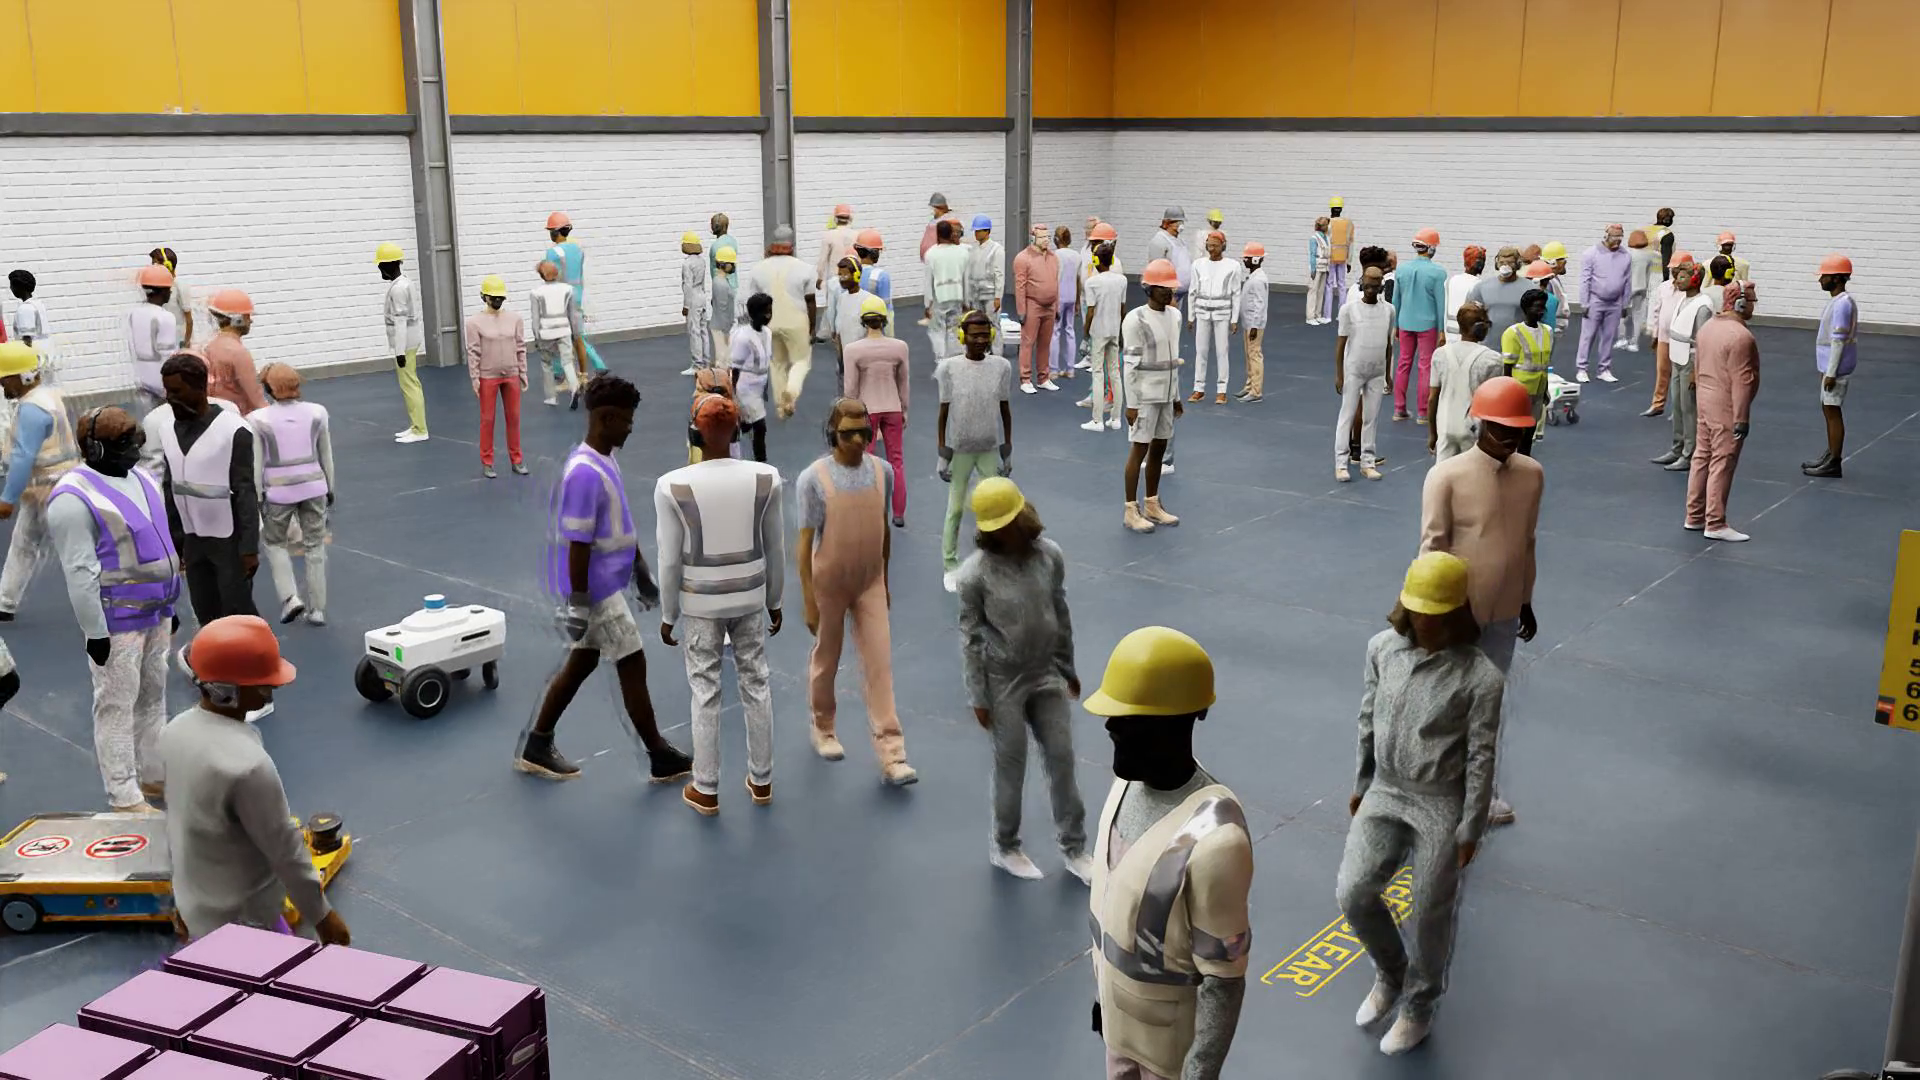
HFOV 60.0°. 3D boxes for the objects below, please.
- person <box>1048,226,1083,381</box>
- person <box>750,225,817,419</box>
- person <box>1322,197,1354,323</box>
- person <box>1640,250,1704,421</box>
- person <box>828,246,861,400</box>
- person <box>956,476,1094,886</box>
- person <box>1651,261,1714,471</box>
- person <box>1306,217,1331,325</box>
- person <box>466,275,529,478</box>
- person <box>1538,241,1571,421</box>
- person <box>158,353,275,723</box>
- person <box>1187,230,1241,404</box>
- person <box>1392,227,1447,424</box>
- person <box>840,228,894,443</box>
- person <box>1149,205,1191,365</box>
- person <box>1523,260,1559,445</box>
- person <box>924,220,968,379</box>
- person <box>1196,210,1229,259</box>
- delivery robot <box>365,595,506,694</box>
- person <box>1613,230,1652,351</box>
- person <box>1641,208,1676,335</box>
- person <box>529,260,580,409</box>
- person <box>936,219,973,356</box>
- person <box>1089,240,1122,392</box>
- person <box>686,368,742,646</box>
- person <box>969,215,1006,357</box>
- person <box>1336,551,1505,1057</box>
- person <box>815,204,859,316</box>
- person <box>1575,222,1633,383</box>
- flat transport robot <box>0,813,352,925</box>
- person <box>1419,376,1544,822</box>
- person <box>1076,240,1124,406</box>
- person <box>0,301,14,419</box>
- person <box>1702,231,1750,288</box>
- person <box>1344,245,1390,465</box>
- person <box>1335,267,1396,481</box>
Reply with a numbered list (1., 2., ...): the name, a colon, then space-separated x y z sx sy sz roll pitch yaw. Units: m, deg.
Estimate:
1. person: 1.223 -2.827 19.895 0.523 1.834 0.343 -8 16 -30
2. person: -1.810 -2.222 17.052 0.687 2.000 0.746 3 14 11
3. person: 5.766 -4.316 25.651 0.593 1.924 0.384 -4 15 -15
4. person: 7.381 -2.108 17.176 0.338 1.752 0.565 -8 16 -29
5. person: -1.129 -2.276 17.850 0.571 1.749 0.343 4 15 15
6. person: 0.285 0.576 6.560 0.545 1.718 0.492 -9 17 -33
7. person: 6.440 -1.531 14.684 0.377 1.844 0.567 1 14 5
8. person: 5.489 -4.110 25.410 0.307 1.639 0.525 11 18 37
9. person: -3.986 -1.411 14.391 0.518 1.756 0.342 -11 18 -37
10. person: 6.088 -2.158 17.212 0.404 1.837 0.595 6 15 23
11. person: -3.796 -0.009 8.484 0.602 1.908 0.403 6 15 23
12. person: 2.771 -2.436 18.225 0.584 1.883 0.348 6 15 22
13. person: 4.706 -2.187 17.004 0.382 1.993 0.622 -13 19 -42
14. person: -0.865 -1.958 15.993 0.608 2.044 0.371 10 17 35
15. person: 2.663 -3.193 20.933 0.535 2.000 0.681 9 17 33
16. person: 5.472 -1.785 15.887 0.331 1.750 0.572 11 18 37
17. person: -0.168 -2.863 19.898 0.616 1.901 0.439 -7 16 -25
18. person: 3.903 -4.232 25.752 0.539 1.718 0.925 -2 14 -6
19. delivery robot: -2.779 0.535 8.858 0.477 0.478 0.707 11 18 37
20. person: 9.076 -3.374 22.500 0.538 1.616 0.470 -6 15 -21
21. person: 10.173 -3.913 24.246 0.431 1.836 0.619 -2 14 -8
22. person: -4.329 -2.197 17.841 0.513 1.601 0.782 -8 16 -30
23. person: -0.076 -2.984 20.420 0.576 1.882 0.355 -4 15 -17
24. person: 1.670 -2.539 18.718 0.325 1.842 0.513 -3 14 -10
25. person: -1.417 -0.196 9.767 0.309 1.641 0.513 -7 16 -26
26. person: 0.304 -2.997 20.361 0.413 1.942 0.607 -13 19 -41
27. person: 1.471 0.859 5.370 0.385 1.721 0.510 -13 19 -42
28. person: -1.581 -3.520 22.399 0.672 1.976 0.556 -7 16 -27
29. person: 7.633 -2.796 19.668 0.653 1.894 0.400 -2 14 -6
30. flat transport robot: -3.241 1.296 6.585 1.431 0.197 0.652 0 14 -1
31. person: 2.242 0.280 7.154 0.622 1.990 0.402 -6 15 -23
32. person: 1.537 -2.358 17.842 0.392 1.920 0.587 -7 16 -27
33. person: -9.573 -1.816 16.270 0.509 1.632 0.316 -2 14 -8
34. person: 9.255 -2.871 20.229 0.561 1.750 0.327 2 14 7
35. person: 3.645 -1.662 14.970 0.367 1.965 0.607 -2 14 -6
36. person: 3.462 -1.413 14.228 0.511 1.838 0.335 -3 14 -10
